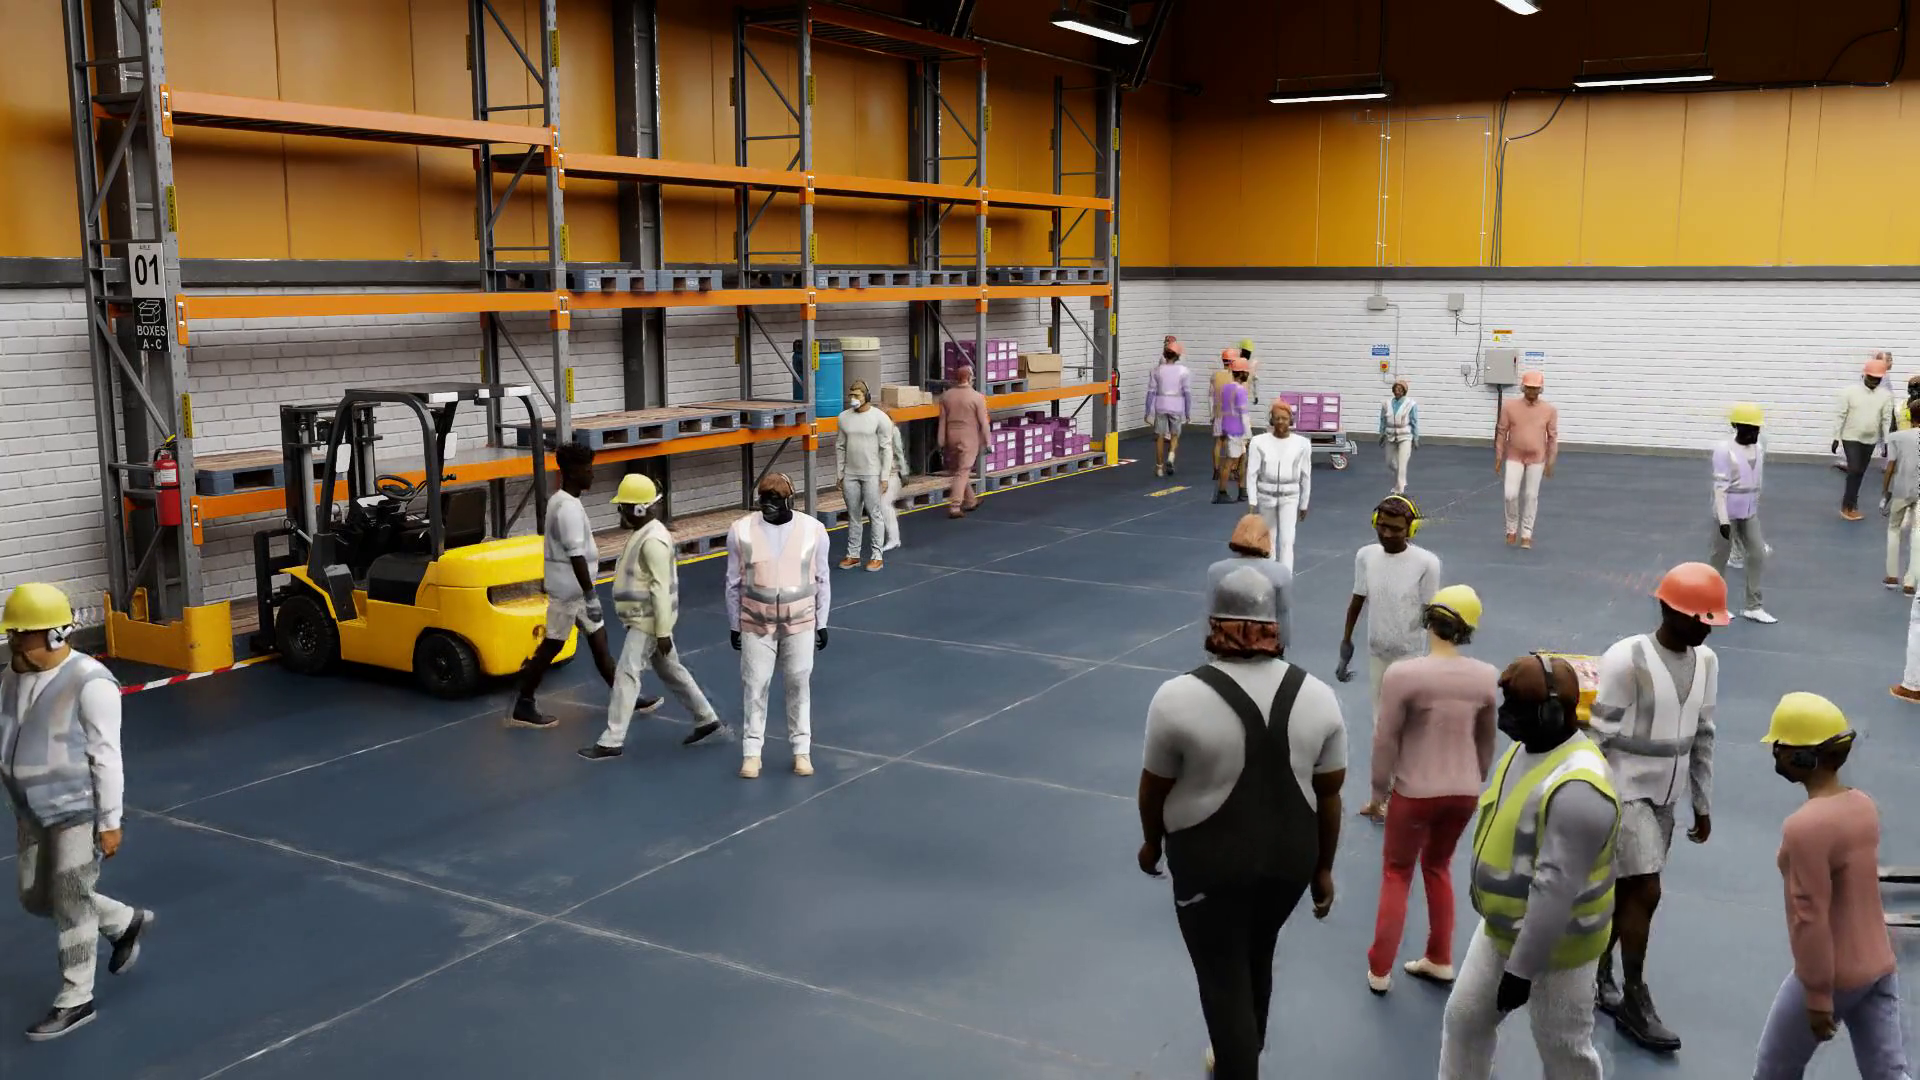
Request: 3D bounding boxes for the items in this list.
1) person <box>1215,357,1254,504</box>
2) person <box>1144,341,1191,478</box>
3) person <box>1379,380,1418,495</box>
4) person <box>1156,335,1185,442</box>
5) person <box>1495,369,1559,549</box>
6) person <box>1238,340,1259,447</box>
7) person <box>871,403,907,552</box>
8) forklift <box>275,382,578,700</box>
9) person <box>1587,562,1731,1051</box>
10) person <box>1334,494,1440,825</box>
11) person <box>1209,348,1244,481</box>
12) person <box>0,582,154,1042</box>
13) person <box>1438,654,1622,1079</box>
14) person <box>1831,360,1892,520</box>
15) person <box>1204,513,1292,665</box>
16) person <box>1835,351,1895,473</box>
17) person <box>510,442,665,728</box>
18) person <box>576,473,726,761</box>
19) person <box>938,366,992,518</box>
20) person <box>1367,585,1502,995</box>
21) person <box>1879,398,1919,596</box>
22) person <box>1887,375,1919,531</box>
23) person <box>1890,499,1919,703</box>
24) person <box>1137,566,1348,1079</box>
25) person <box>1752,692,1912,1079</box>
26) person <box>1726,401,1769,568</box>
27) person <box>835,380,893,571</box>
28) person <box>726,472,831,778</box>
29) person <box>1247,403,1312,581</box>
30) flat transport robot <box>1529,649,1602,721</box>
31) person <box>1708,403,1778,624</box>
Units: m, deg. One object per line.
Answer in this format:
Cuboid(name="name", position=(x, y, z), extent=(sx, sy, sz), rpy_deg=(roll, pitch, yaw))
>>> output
Cuboid(name="person", position=(3.697, -1.420, 21.717), extent=(0.794, 1.908, 0.578), rpy_deg=(-2, 9, -14))
Cuboid(name="person", position=(3.050, -1.916, 24.500), extent=(0.703, 2.020, 0.534), rpy_deg=(1, 9, 5))
Cuboid(name="person", position=(5.928, -1.352, 22.250), extent=(0.626, 1.607, 0.532), rpy_deg=(-9, 13, -44))
Cuboid(name="person", position=(3.735, -2.696, 29.717), extent=(0.407, 1.910, 0.640), rpy_deg=(7, 12, 38))
Cuboid(name="person", position=(6.178, -0.877, 18.135), extent=(0.650, 1.974, 0.514), rpy_deg=(2, 9, 15))
Cuboid(name="person", position=(4.893, -2.577, 29.130), extent=(0.637, 1.874, 1.000), rpy_deg=(-3, 10, -18))
Cuboid(name="person", position=(-0.834, -0.680, 18.016), extent=(0.533, 1.611, 0.519), rpy_deg=(9, 13, 43))
Cuboid(name="forklift", position=(-3.974, -0.067, 12.417), extent=(2.313, 2.155, 1.214), rpy_deg=(5, 11, 30))
Cuboid(name="person", position=(2.766, 1.024, 6.550), extent=(0.589, 1.891, 0.777), rpy_deg=(-4, 10, -25))
Cuboid(name="person", position=(2.345, 0.649, 9.051), extent=(0.505, 1.835, 0.657), rpy_deg=(-8, 12, -40))
Cuboid(name="person", position=(3.889, -1.819, 24.153), extent=(0.553, 1.935, 0.362), rpy_deg=(6, 11, 35))
Cuboid(name="person", position=(-3.548, 1.043, 6.682), extent=(0.596, 1.816, 0.585), rpy_deg=(4, 10, 24))
Cuboid(name="person", position=(1.716, 1.260, 5.281), extent=(0.753, 1.816, 0.640), rpy_deg=(0, 9, -1))
Cuboid(name="person", position=(11.013, -1.198, 20.211), extent=(0.630, 1.950, 0.886), rpy_deg=(0, 9, 1))
Cuboid(name="person", position=(1.680, 0.657, 9.743), extent=(0.513, 1.612, 0.624), rpy_deg=(2, 9, 10))
Cuboid(name="person", position=(13.754, -1.906, 24.984), extent=(1.017, 1.865, 0.649), rpy_deg=(4, 10, 22))
Cuboid(name="person", position=(-2.528, 0.301, 11.008), extent=(1.027, 1.909, 0.627), rpy_deg=(-2, 9, -14))
Cuboid(name="person", position=(-1.911, 0.466, 10.363), extent=(0.927, 1.792, 0.610), rpy_deg=(-3, 9, -16))
Cuboid(name="person", position=(0.092, -1.223, 20.666), extent=(0.664, 1.864, 0.995), rpy_deg=(6, 11, 34))
Cuboid(name="person", position=(1.970, 1.045, 6.932), extent=(0.547, 1.724, 0.356), rpy_deg=(-2, 9, -9))
Cuboid(name="person", position=(8.979, -0.419, 15.706), extent=(0.549, 1.841, 0.782), rpy_deg=(4, 10, 24))
Cuboid(name="person", position=(11.156, -1.005, 19.411), extent=(0.479, 1.830, 0.653), rpy_deg=(-7, 11, -36))
Cuboid(name="person", position=(6.795, 0.279, 11.347), extent=(0.573, 1.852, 0.876), rpy_deg=(0, 9, -1))
Cuboid(name="person", position=(0.927, 1.060, 5.864), extent=(0.677, 2.000, 0.825), rpy_deg=(-3, 9, -16))
Cuboid(name="person", position=(2.729, 1.337, 5.196), extent=(0.542, 1.691, 0.879), rpy_deg=(-6, 11, -35))
Cuboid(name="person", position=(7.976, -0.539, 16.838), extent=(0.484, 1.729, 0.517), rpy_deg=(-6, 11, -32))
Cuboid(name="person", position=(-0.984, -0.651, 16.856), extent=(0.635, 1.937, 0.352), rpy_deg=(5, 10, 27))
Cuboid(name="person", position=(-1.083, 0.506, 9.948), extent=(0.623, 1.841, 0.430), rpy_deg=(-1, 9, -6))
Cuboid(name="person", position=(2.944, -0.356, 15.382), extent=(0.569, 1.837, 1.032), rpy_deg=(2, 9, 13))
Cuboid(name="flat transport robot", position=(4.393, 1.014, 11.656), extent=(0.652, 0.197, 1.431), rpy_deg=(2, 9, 13))
Cuboid(name="person", position=(6.747, -0.218, 14.269), extent=(0.605, 1.894, 0.785), rpy_deg=(-4, 10, -24))
